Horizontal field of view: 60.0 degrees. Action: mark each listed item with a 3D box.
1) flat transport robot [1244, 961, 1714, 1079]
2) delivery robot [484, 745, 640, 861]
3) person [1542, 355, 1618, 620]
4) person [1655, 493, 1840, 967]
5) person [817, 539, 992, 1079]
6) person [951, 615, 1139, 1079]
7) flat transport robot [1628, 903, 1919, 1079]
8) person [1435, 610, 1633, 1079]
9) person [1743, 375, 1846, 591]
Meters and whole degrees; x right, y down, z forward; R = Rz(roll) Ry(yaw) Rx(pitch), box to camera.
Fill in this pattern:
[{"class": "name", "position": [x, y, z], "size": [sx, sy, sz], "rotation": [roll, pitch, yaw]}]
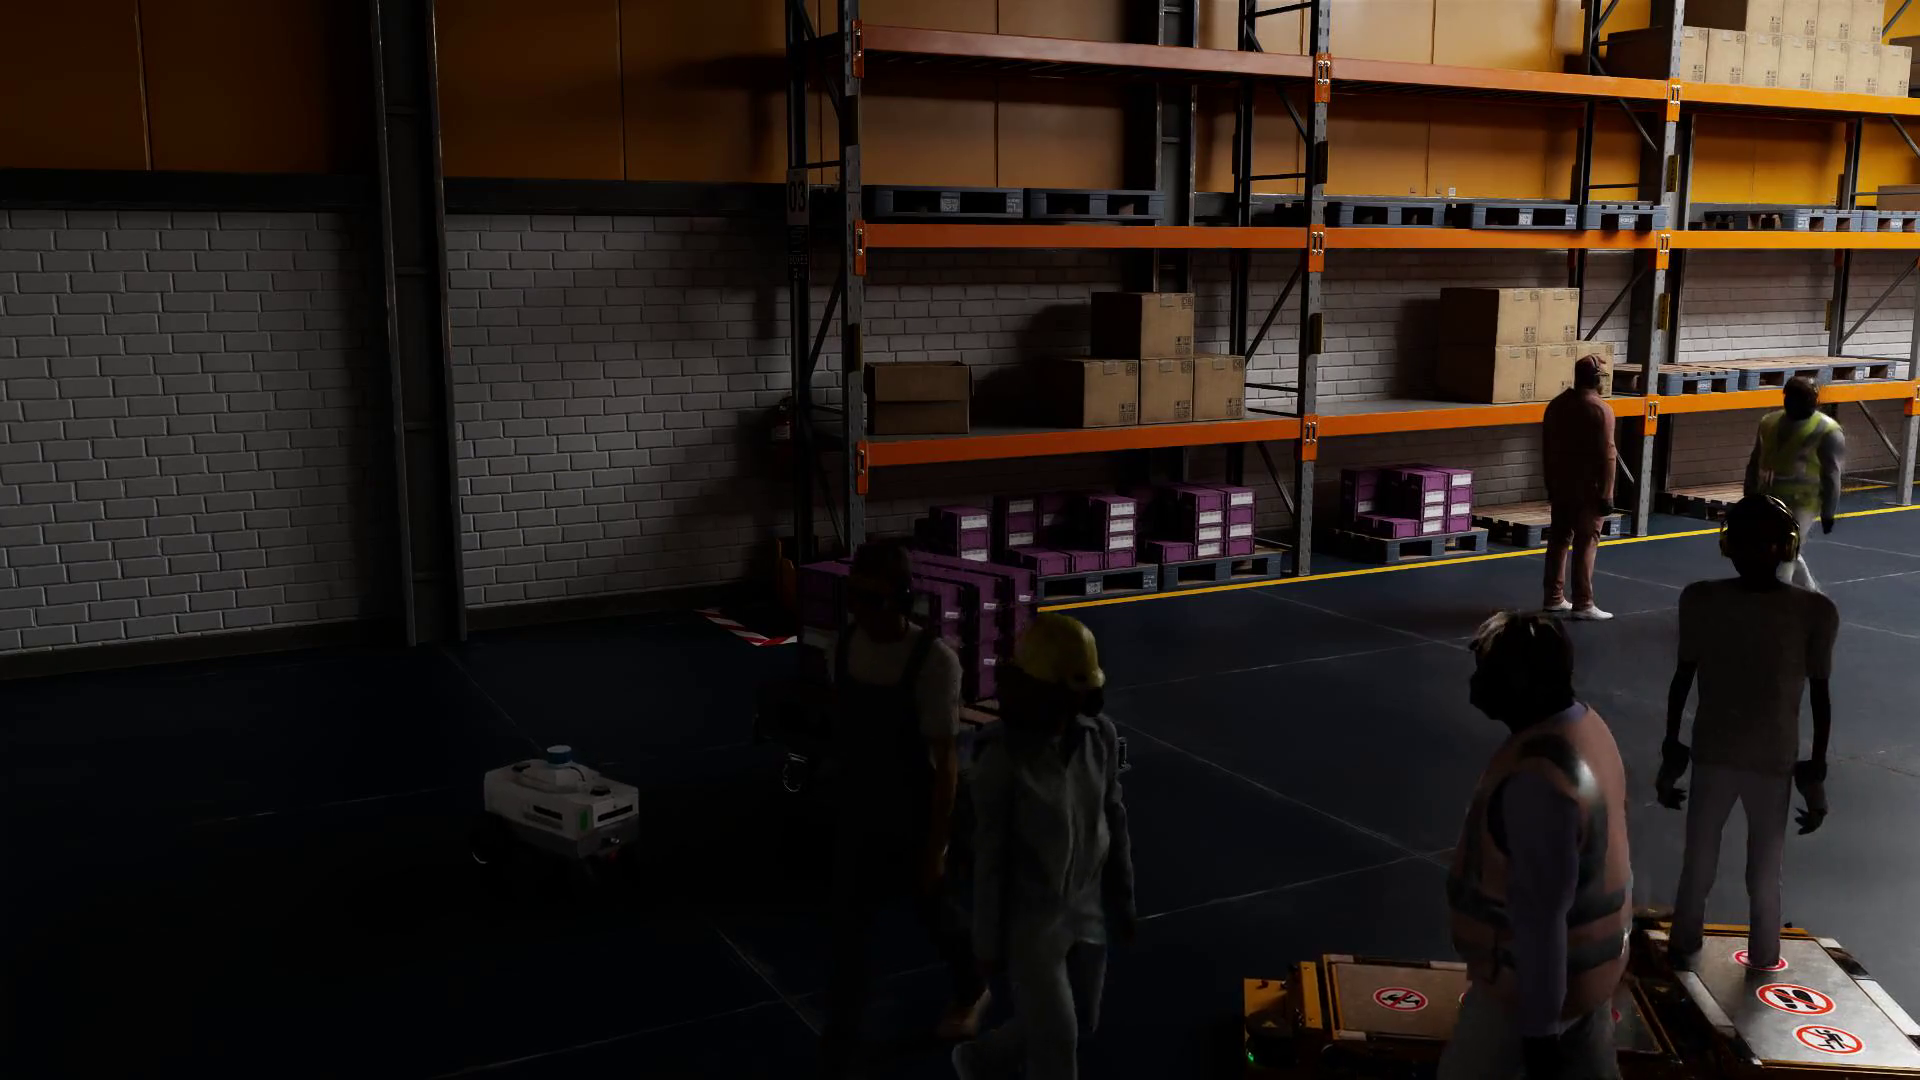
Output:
[{"class": "flat transport robot", "position": [1.646, 1.590, 5.381], "size": [1.431, 0.197, 0.652], "rotation": [2, 10, 9]}, {"class": "delivery robot", "position": [-1.686, 1.114, 7.036], "size": [0.707, 0.478, 0.477], "rotation": [8, 13, 37]}, {"class": "person", "position": [4.502, -0.381, 12.025], "size": [0.402, 1.906, 0.652], "rotation": [-4, 11, -21]}, {"class": "person", "position": [2.614, 0.762, 5.554], "size": [0.535, 1.868, 0.309], "rotation": [6, 12, 32]}, {"class": "person", "position": [-0.170, 0.852, 5.283], "size": [0.507, 1.796, 0.958], "rotation": [5, 11, 28]}, {"class": "person", "position": [0.194, 1.011, 4.565], "size": [0.530, 1.713, 0.727], "rotation": [-9, 13, -41]}, {"class": "flat transport robot", "position": [2.714, 1.569, 5.498], "size": [0.652, 0.197, 1.431], "rotation": [1, 10, 7]}, {"class": "person", "position": [1.484, 1.058, 4.107], "size": [0.940, 1.804, 0.636], "rotation": [6, 11, 30]}, {"class": "person", "position": [5.851, -0.263, 11.652], "size": [0.920, 1.805, 0.623], "rotation": [-4, 11, -24]}]
